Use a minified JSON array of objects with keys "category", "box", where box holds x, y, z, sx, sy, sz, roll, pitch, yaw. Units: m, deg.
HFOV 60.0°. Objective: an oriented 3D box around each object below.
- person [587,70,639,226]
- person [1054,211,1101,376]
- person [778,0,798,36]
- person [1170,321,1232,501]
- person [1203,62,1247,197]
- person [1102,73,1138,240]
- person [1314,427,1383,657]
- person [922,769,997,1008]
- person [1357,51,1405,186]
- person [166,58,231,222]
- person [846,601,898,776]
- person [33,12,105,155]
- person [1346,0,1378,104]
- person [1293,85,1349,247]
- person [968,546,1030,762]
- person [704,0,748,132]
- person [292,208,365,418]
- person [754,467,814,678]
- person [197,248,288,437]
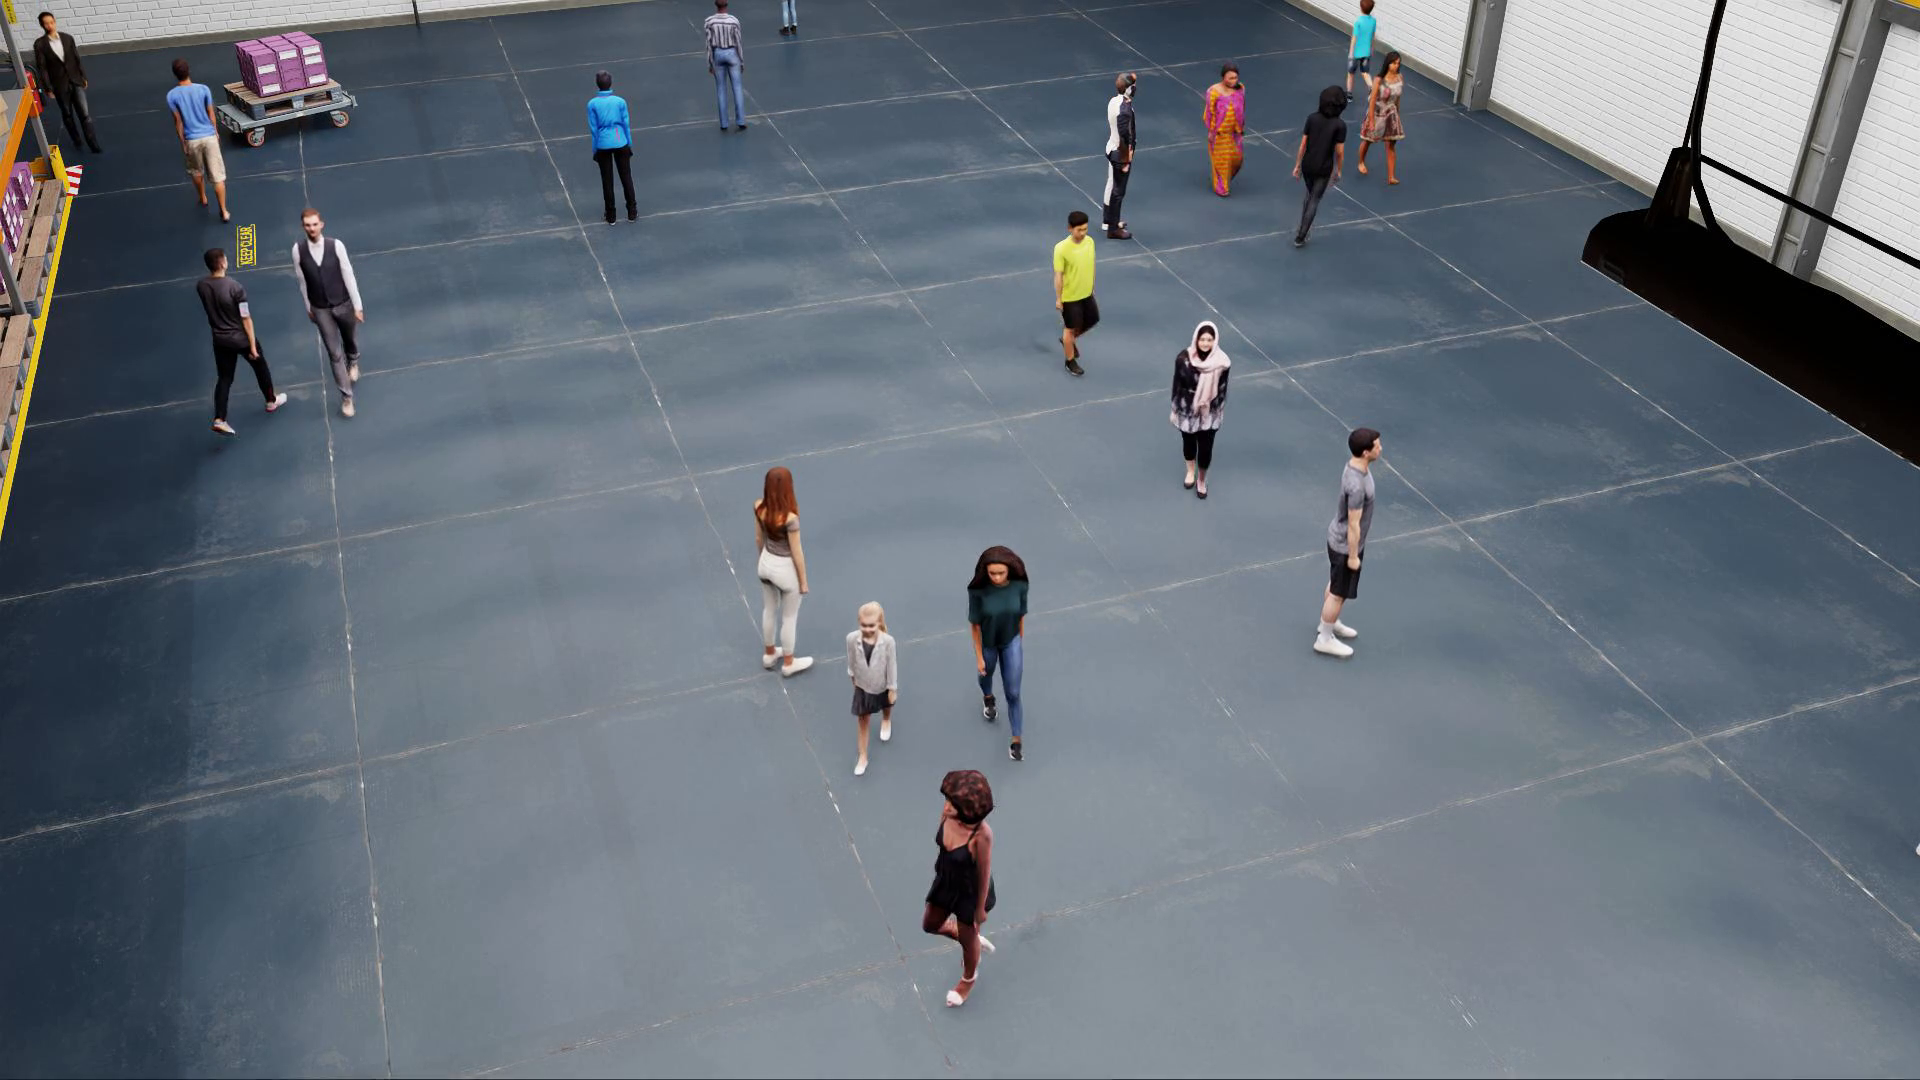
[{"category":"person","box":[-4.011,-4.520,19.145,0.611,1.794,0.521,-10,35,-15]},{"category":"person","box":[1.062,-2.425,16.086,0.741,1.691,0.805,-23,40,-30]},{"category":"person","box":[-2.646,-8.359,25.465,0.528,1.192,0.530,-20,39,-28]},{"category":"person","box":[2.042,-1.181,14.278,0.776,1.620,0.829,6,34,10]},{"category":"person","box":[3.166,-4.961,19.938,0.721,1.650,0.793,-11,35,-15]},{"category":"person","box":[1.801,-4.362,18.820,0.782,1.892,0.601,-4,34,-6]},{"category":"person","box":[2.852,-0.009,12.294,0.798,1.866,0.698,9,35,13]},{"category":"person","box":[0.076,1.944,9.436,0.779,1.776,0.741,-27,42,-34]},{"category":"person","box":[5.121,-5.179,20.315,0.668,1.596,1.135,-10,35,-15]},{"category":"person","box":[-8.753,-4.580,19.203,0.726,1.830,1.124,-15,37,-22]},{"category":"person","box":[-0.580,0.934,11.435,0.769,1.246,0.953,4,34,6]},{"category":"person","box":[-11.362,-5.786,21.082,0.992,1.758,1.258,-26,41,-33]},{"category":"person","box":[5.506,-6.650,22.672,0.546,1.437,0.814,-14,36,-20]},{"category":"person","box":[3.951,-4.124,18.545,0.827,1.797,0.892,19,38,26]},{"category":"person","box":[0.233,0.675,11.534,0.758,1.567,1.126,-5,34,-7]},{"category":"person","box":[-3.049,-6.228,21.714,0.678,1.794,0.643,-2,34,-3]},{"category":"person","box":[-5.867,-2.215,15.579,0.709,1.903,1.209,-10,35,-15]},{"category":"person","box":[-1.316,0.234,12.062,0.609,1.718,0.716,24,40,31]},{"category":"person","box":[-6.637,-1.755,15.053,0.999,1.719,1.271,4,34,5]}]
